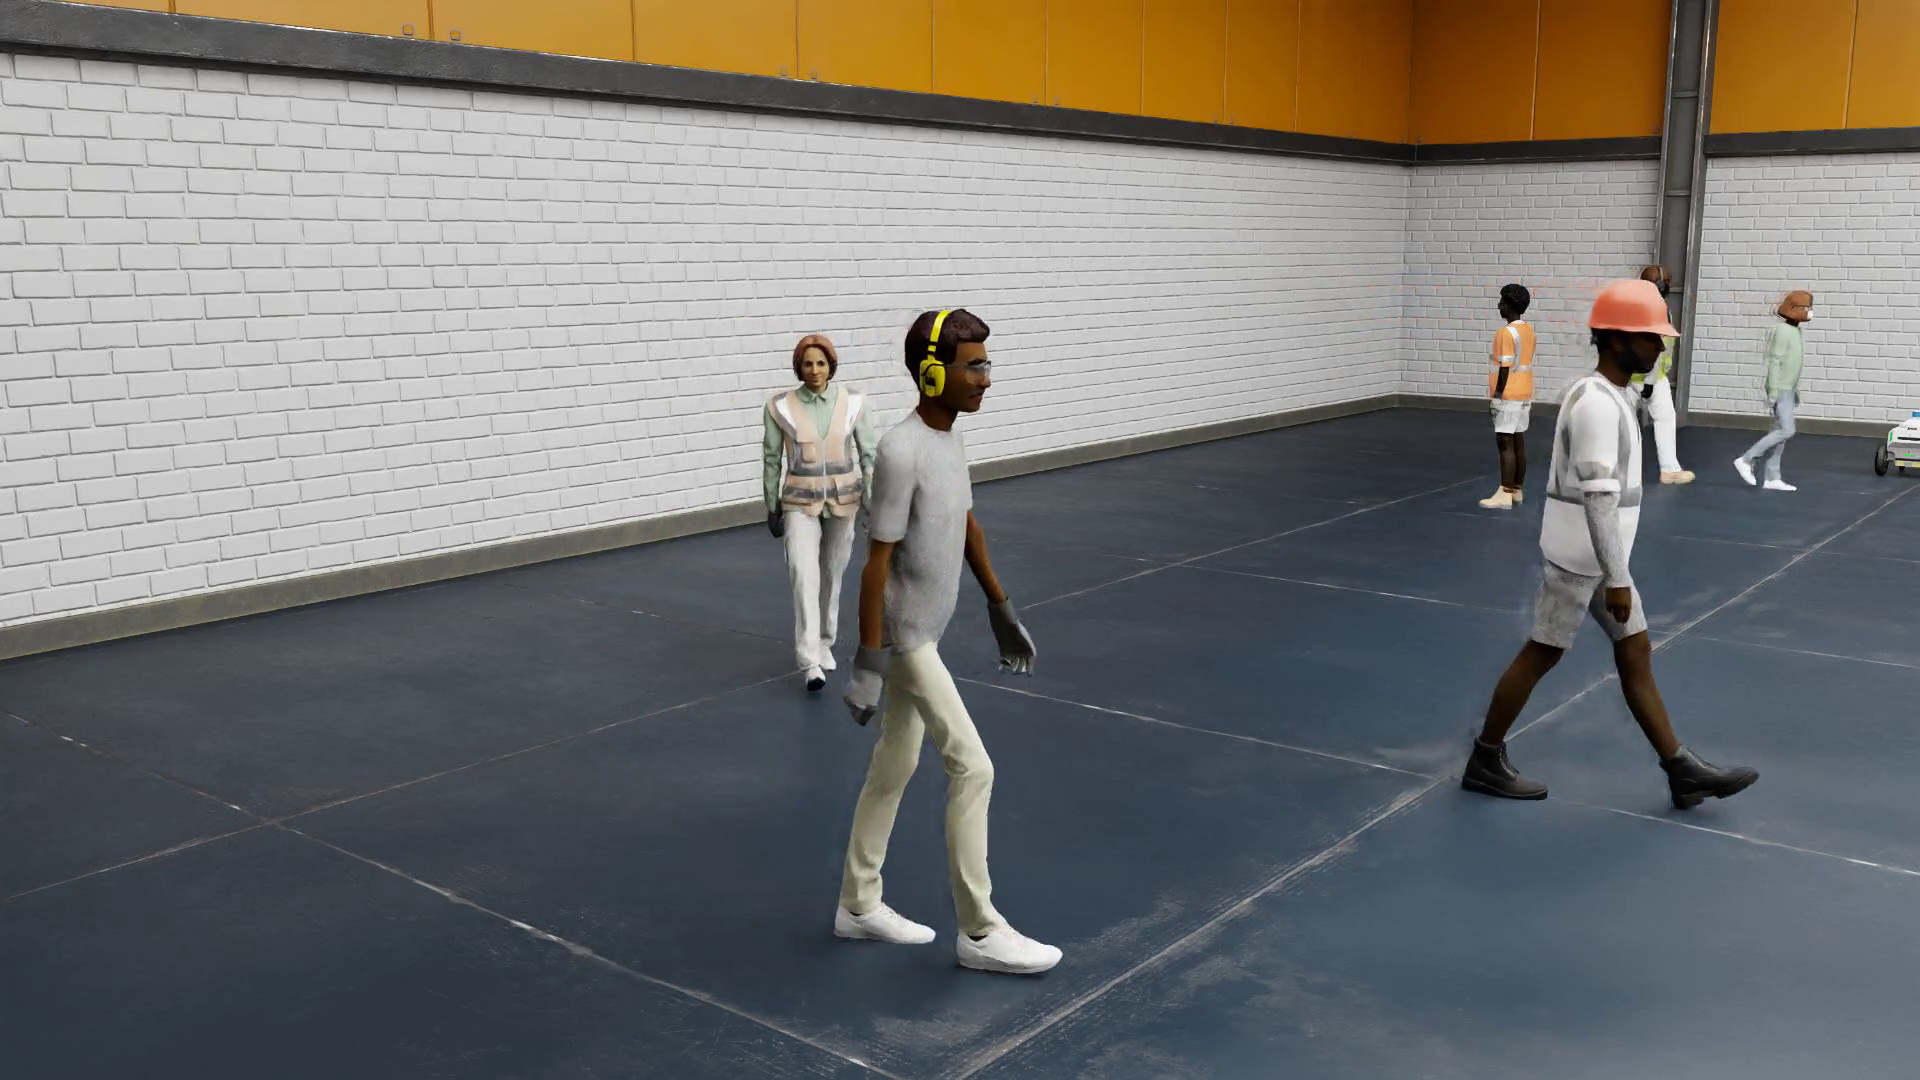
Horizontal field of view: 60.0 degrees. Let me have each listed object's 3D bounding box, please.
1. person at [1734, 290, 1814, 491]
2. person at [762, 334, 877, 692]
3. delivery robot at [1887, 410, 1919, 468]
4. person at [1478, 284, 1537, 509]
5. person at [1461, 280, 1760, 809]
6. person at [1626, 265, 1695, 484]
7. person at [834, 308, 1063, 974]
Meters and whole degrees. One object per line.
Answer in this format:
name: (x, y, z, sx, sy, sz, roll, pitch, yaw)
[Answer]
person: (6.615, -1.197, 13.421, 0.402, 1.622, 0.514, 9, 13, 40)
person: (-0.621, -0.124, 7.555, 0.515, 1.594, 0.836, -3, 11, -15)
delivery robot: (8.246, -0.875, 14.335, 0.477, 0.478, 0.707, 8, 13, 38)
person: (4.156, -1.083, 12.587, 0.316, 1.696, 0.540, 8, 13, 38)
person: (2.291, 0.041, 5.841, 1.016, 1.877, 0.576, 5, 11, 27)
person: (5.778, -1.364, 13.832, 0.848, 1.811, 0.642, -1, 10, -7)
person: (-0.012, 0.287, 4.620, 0.819, 1.837, 0.541, 2, 10, 10)
